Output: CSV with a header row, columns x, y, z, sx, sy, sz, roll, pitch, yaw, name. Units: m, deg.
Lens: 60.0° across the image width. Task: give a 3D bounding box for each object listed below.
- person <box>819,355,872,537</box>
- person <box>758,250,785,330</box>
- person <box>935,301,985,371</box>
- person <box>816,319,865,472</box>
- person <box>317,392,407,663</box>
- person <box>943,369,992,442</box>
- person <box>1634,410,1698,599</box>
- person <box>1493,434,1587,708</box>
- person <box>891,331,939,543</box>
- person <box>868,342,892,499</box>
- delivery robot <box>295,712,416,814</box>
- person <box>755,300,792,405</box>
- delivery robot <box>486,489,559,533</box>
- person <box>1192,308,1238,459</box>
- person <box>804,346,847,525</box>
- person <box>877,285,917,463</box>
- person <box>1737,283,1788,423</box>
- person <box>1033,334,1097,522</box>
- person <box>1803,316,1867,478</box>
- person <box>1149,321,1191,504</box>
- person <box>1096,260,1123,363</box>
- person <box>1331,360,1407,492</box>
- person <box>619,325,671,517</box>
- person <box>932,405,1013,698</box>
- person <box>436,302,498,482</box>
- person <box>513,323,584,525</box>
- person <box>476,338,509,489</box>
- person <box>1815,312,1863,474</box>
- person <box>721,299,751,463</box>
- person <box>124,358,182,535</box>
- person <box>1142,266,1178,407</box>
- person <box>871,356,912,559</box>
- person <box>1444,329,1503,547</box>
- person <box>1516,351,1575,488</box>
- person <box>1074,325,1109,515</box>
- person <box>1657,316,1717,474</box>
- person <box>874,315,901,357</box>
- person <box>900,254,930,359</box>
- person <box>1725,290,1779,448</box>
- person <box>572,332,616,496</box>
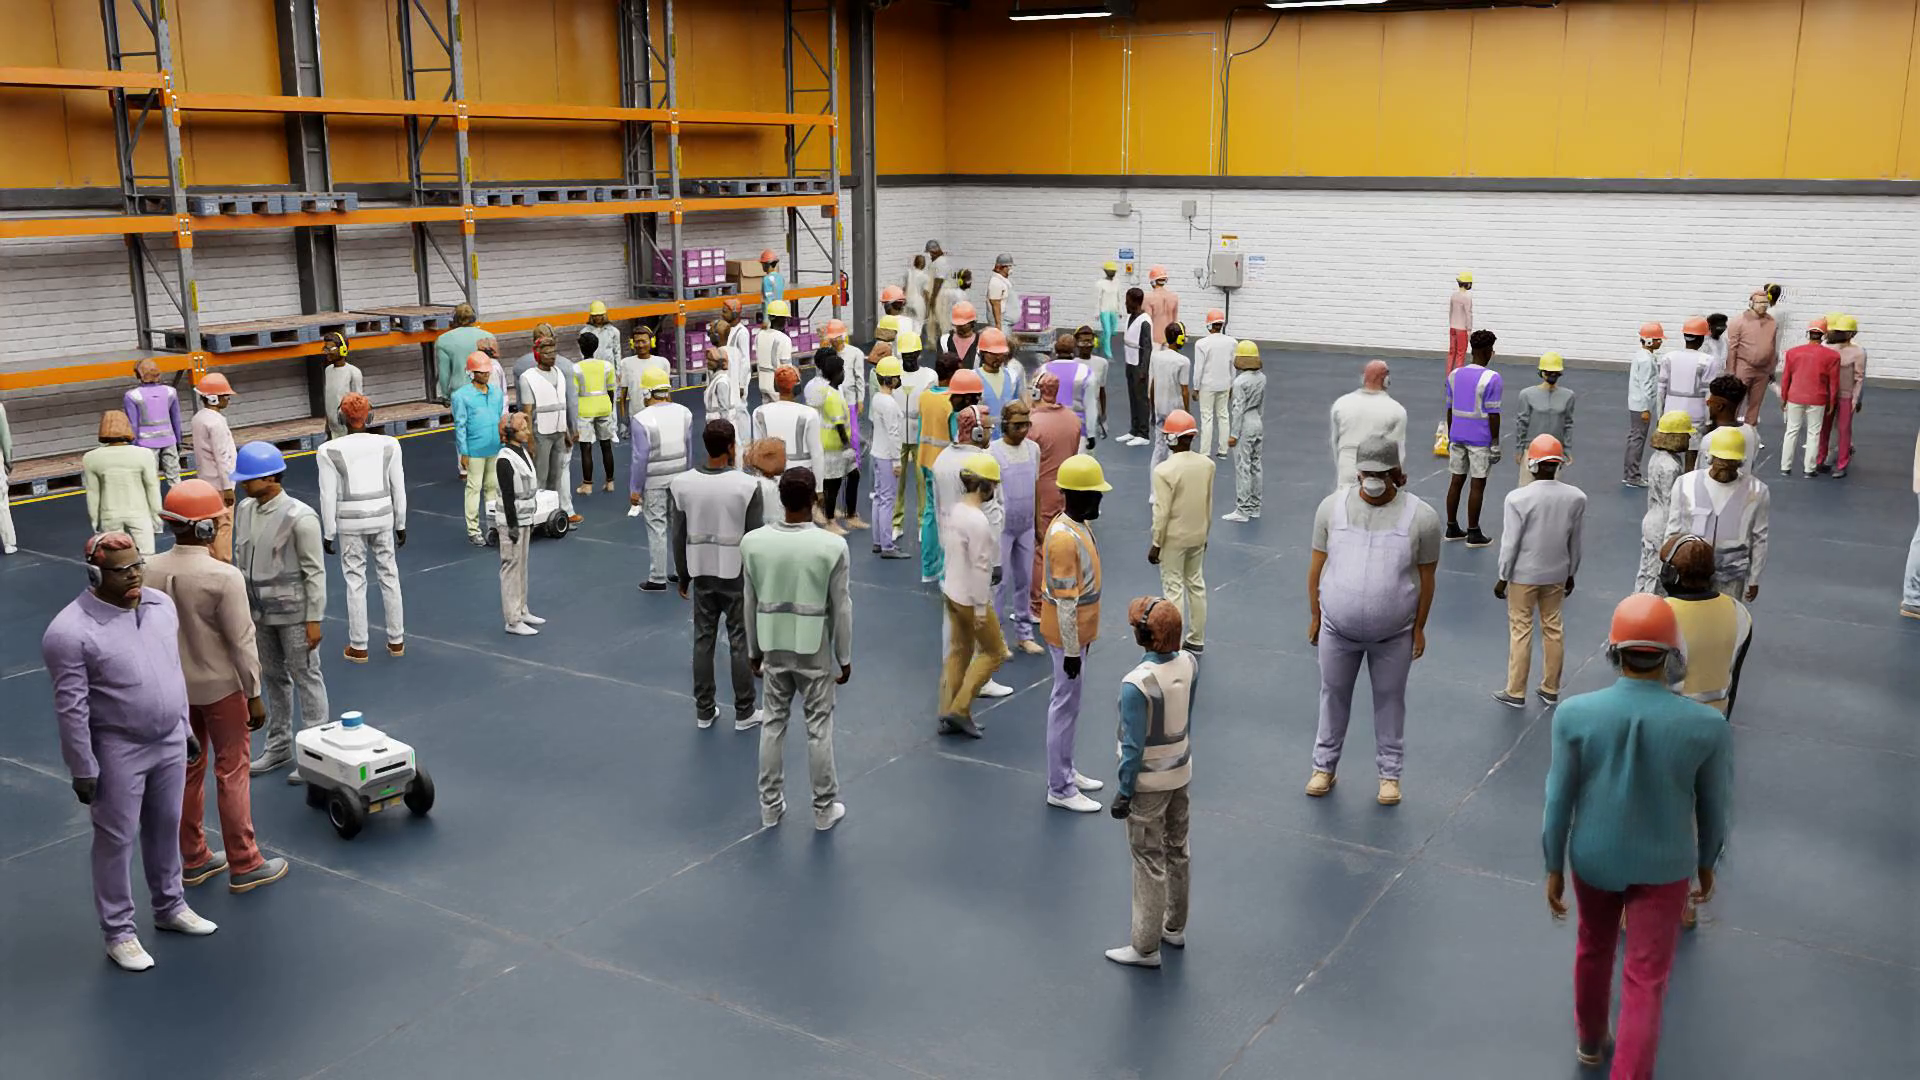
x,y,z,sx,sy,sz,roll,pitch,yaw,name
-1.045,-0.846,15.282,0.533,1.680,0.578,2,13,7,person
-2.951,-3.480,25.894,0.384,2.041,0.615,4,14,16,person
0.033,-1.426,17.009,0.605,2.033,0.392,2,13,9,person
-1.320,-1.545,18.178,0.576,1.736,0.355,4,13,15,person
-4.123,-0.086,11.525,0.579,1.883,0.352,-9,16,-34,person
0.063,-0.302,12.344,0.379,1.937,0.547,-1,13,-4,person
4.937,-0.045,11.655,0.294,1.744,0.486,2,13,8,person
3.665,0.195,10.589,0.576,1.749,0.335,-3,13,-13,person
-0.448,-0.931,15.094,0.584,1.928,0.367,2,13,9,person
-0.782,-1.187,16.846,0.279,1.633,0.506,-4,14,-17,person
-3.219,1.156,8.841,0.707,0.478,0.477,11,17,39,delivery robot
-2.020,-1.678,18.357,0.397,1.920,0.586,-12,17,-41,person
-3.981,-0.295,15.134,0.477,0.478,0.707,6,14,24,delivery robot
2.924,-1.792,19.209,0.563,1.751,0.330,-6,14,-23,person
-1.280,-1.004,15.911,0.321,1.697,0.529,7,15,28,person
-0.755,-1.856,18.850,0.374,2.042,0.615,10,16,36,person
10.603,-2.426,21.741,0.524,1.856,0.698,-7,15,-28,person
0.997,-1.020,15.699,0.631,1.834,0.429,5,14,23,person
9.607,-1.569,18.208,0.305,1.772,0.525,-8,15,-30,person
2.109,-1.256,16.669,0.341,1.857,0.521,-11,17,-41,person
2.512,-3.924,28.463,0.538,1.753,0.628,-8,15,-31,person
3.341,-0.541,13.565,0.651,1.849,1.025,8,15,30,person
-3.058,-1.157,16.201,0.526,1.871,0.324,-2,13,-9,person
0.095,0.070,10.796,0.409,1.907,0.651,-8,15,-30,person
-5.278,-1.587,17.911,0.627,1.941,0.371,-4,14,-16,person
-3.881,-1.082,15.723,0.631,1.940,0.372,3,13,15,person
-4.846,-1.289,17.301,0.310,1.631,0.508,-5,14,-19,person
9.799,-1.642,18.488,0.759,1.795,0.629,-5,14,-21,person
-2.577,-1.813,19.020,0.355,1.882,0.575,-7,15,-27,person
-7.471,-0.867,15.447,0.308,1.639,0.524,9,16,34,person
2.719,-2.763,22.890,0.612,1.994,0.395,-8,15,-31,person
-0.617,-0.719,14.527,0.309,1.769,0.525,-4,14,-17,person
4.622,-0.917,14.972,0.376,1.958,0.603,-7,15,-29,person
5.236,-0.808,14.916,0.523,1.769,0.313,-1,13,-3,person
1.208,-1.162,16.219,0.517,1.873,0.334,-3,13,-12,person
7.148,-1.230,16.369,0.363,1.935,0.553,-13,18,-43,person
-0.816,-1.658,18.683,0.322,1.728,0.487,-2,13,-10,person
-0.784,-4.000,28.627,0.567,1.824,0.462,8,15,30,person
9.493,-2.036,19.933,0.652,1.906,0.403,-2,13,-10,person
-3.807,-1.303,17.213,0.533,1.697,0.318,-9,16,-36,person
